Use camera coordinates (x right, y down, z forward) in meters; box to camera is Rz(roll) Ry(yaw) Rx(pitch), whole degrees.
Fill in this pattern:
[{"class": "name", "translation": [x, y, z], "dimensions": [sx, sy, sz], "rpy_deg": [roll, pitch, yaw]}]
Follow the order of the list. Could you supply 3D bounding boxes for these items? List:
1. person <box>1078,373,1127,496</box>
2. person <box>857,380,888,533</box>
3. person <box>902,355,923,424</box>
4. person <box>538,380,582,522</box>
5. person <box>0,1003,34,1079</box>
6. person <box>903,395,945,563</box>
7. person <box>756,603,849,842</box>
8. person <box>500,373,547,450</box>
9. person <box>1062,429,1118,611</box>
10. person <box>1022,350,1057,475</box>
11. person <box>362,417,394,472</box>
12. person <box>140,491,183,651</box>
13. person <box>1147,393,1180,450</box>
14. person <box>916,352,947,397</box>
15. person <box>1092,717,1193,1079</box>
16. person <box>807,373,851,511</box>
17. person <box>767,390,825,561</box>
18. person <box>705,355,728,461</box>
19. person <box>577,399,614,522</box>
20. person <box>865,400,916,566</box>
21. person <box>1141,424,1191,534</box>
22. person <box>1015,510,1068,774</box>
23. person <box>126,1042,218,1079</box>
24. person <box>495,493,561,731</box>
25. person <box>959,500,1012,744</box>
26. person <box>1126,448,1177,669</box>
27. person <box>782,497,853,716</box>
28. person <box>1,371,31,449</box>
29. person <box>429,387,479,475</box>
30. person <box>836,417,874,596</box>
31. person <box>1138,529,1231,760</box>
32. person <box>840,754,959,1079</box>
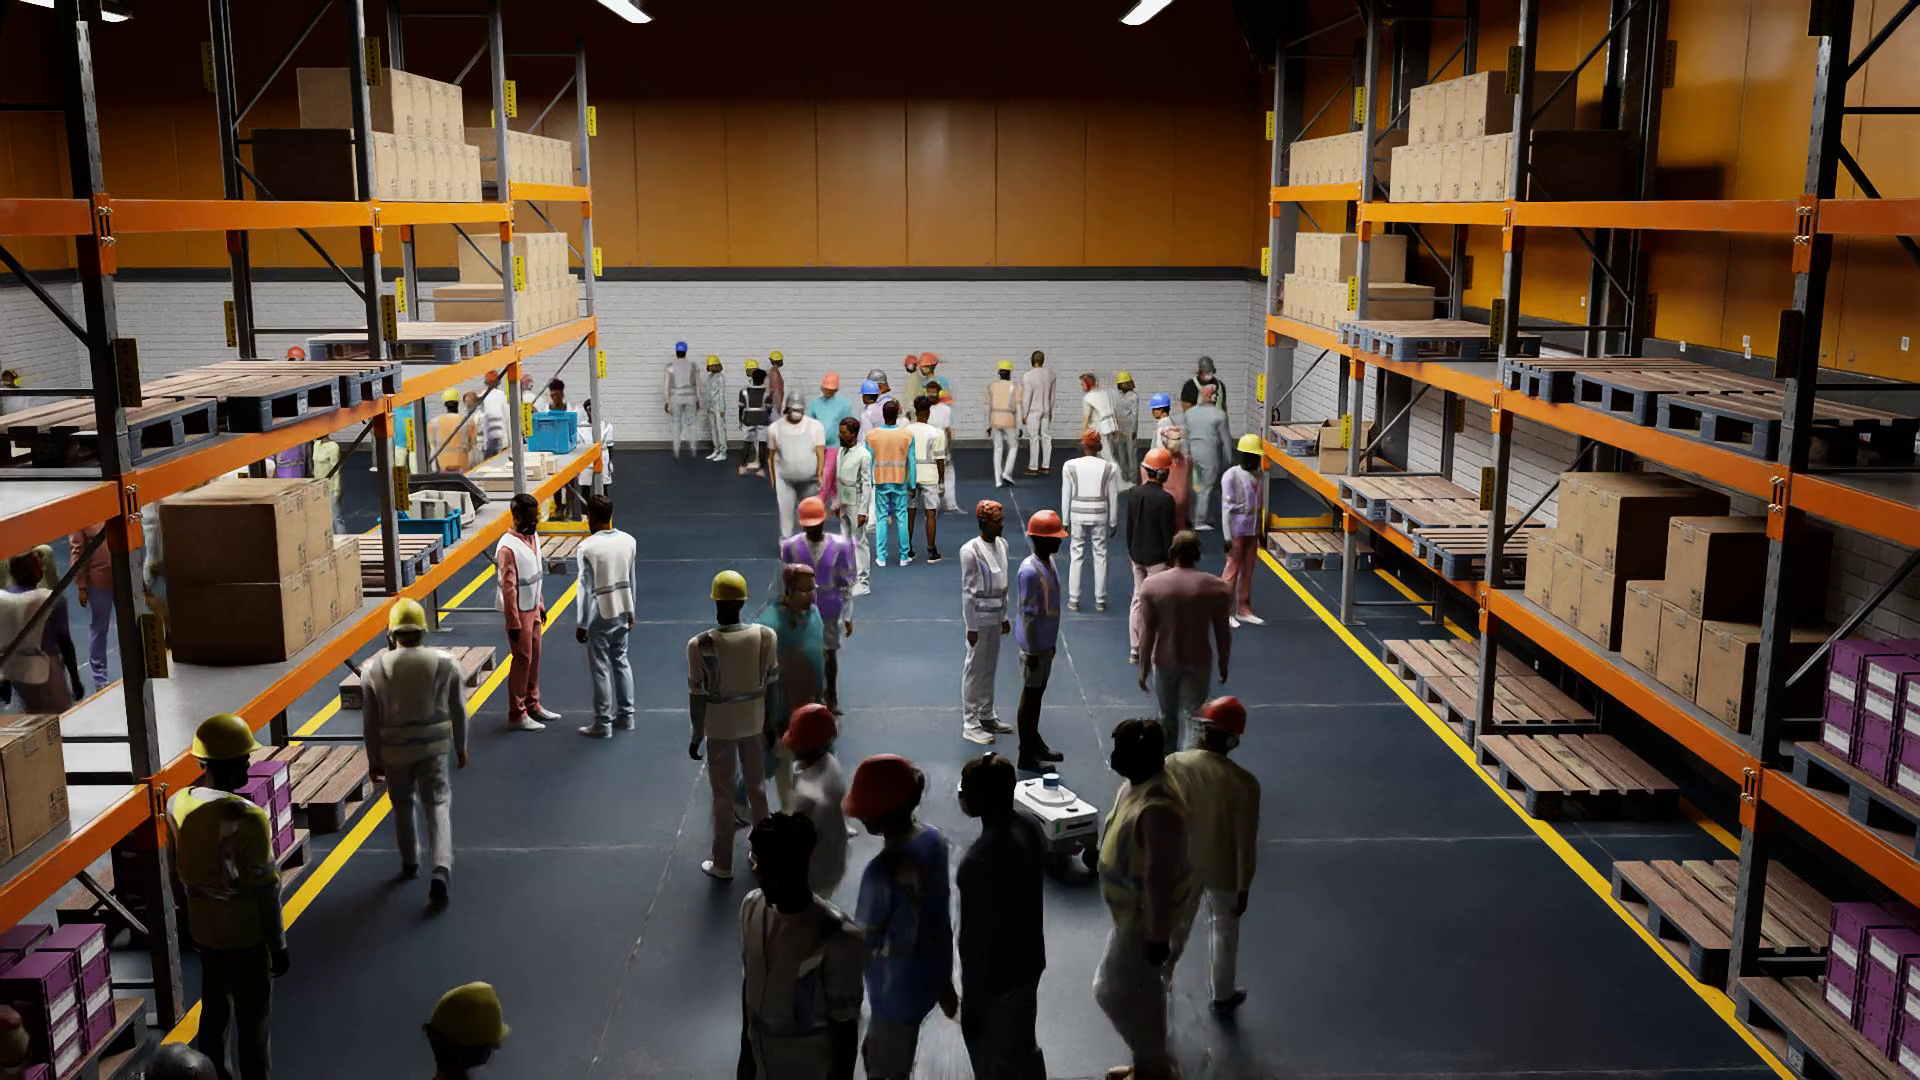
[{"class": "person", "translation": [1.967, -1.505, 23.890], "dimensions": [1.037, 1.760, 0.567], "rpy_deg": [6, 13, 28]}, {"class": "person", "translation": [-1.110, -1.058, 21.171], "dimensions": [0.406, 1.948, 0.605], "rpy_deg": [5, 12, 23]}, {"class": "person", "translation": [-0.781, -2.172, 27.286], "dimensions": [0.368, 1.729, 0.581], "rpy_deg": [3, 12, 13]}, {"class": "person", "translation": [-5.178, -1.104, 21.492], "dimensions": [0.611, 1.914, 0.975], "rpy_deg": [-2, 11, -9]}, {"class": "person", "translation": [-2.880, 2.220, 4.941], "dimensions": [0.693, 1.868, 0.570], "rpy_deg": [8, 14, 36]}, {"class": "person", "translation": [-0.446, -0.712, 19.427], "dimensions": [0.603, 1.957, 0.385], "rpy_deg": [4, 12, 21]}, {"class": "person", "translation": [-1.028, 1.190, 10.753], "dimensions": [0.565, 1.595, 0.725], "rpy_deg": [-9, 14, -38]}, {"class": "person", "translation": [-5.882, -1.350, 22.820], "dimensions": [0.662, 1.881, 0.781], "rpy_deg": [2, 12, 12]}, {"class": "person", "translation": [1.330, -0.199, 17.053], "dimensions": [0.568, 1.880, 0.358], "rpy_deg": [1, 11, 5]}, {"class": "person", "translation": [1.203, -1.971, 25.772], "dimensions": [0.630, 1.940, 0.372], "rpy_deg": [-9, 14, -37]}, {"class": "person", "translation": [-9.101, -2.025, 26.067], "dimensions": [0.587, 1.930, 0.357], "rpy_deg": [-8, 14, -34]}, {"class": "person", "translation": [-7.362, 0.112, 15.360], "dimensions": [0.442, 1.922, 0.550], "rpy_deg": [3, 12, 13]}, {"class": "person", "translation": [2.422, -0.796, 19.898], "dimensions": [0.419, 1.934, 0.621], "rpy_deg": [3, 12, 14]}, {"class": "person", "translation": [-0.447, -1.747, 24.430], "dimensions": [0.503, 2.020, 0.651], "rpy_deg": [-6, 13, -27]}, {"class": "person", "translation": [0.826, 1.696, 7.667], "dimensions": [0.462, 1.823, 0.649], "rpy_deg": [0, 11, 1]}, {"class": "person", "translation": [-1.748, -1.299, 22.411], "dimensions": [0.712, 1.942, 0.815], "rpy_deg": [4, 12, 17]}, {"class": "person", "translation": [-1.938, -0.826, 19.775], "dimensions": [0.690, 2.000, 0.929], "rpy_deg": [-1, 11, -7]}, {"class": "person", "translation": [-4.018, -2.170, 27.291], "dimensions": [0.324, 1.737, 0.485], "rpy_deg": [-8, 14, -34]}, {"class": "person", "translation": [-4.707, -0.973, 21.377], "dimensions": [0.535, 1.697, 0.318], "rpy_deg": [-3, 12, -15]}, {"class": "person", "translation": [-0.799, -0.649, 19.196], "dimensions": [0.591, 1.917, 0.379], "rpy_deg": [0, 11, -1]}, {"class": "person", "translation": [2.157, -0.250, 17.229], "dimensions": [0.648, 1.906, 0.401], "rpy_deg": [-10, 15, -41]}, {"class": "person", "translation": [0.604, 0.731, 12.223], "dimensions": [0.375, 1.939, 0.546], "rpy_deg": [4, 12, 19]}, {"class": "person", "translation": [-1.984, 2.265, 4.273], "dimensions": [0.699, 2.000, 0.632], "rpy_deg": [4, 12, 21]}, {"class": "person", "translation": [-3.453, 0.566, 13.143], "dimensions": [0.411, 1.906, 0.602], "rpy_deg": [1, 11, 6]}, {"class": "person", "translation": [0.207, 0.621, 12.917], "dimensions": [0.356, 1.883, 0.573], "rpy_deg": [7, 13, 31]}, {"class": "person", "translation": [1.743, 0.162, 14.935], "dimensions": [0.389, 1.996, 0.612], "rpy_deg": [-7, 13, -31]}, {"class": "person", "translation": [-1.137, 0.554, 13.306], "dimensions": [0.559, 1.890, 0.755], "rpy_deg": [-1, 11, -4]}, {"class": "person", "translation": [-13.433, -1.496, 23.677], "dimensions": [0.538, 1.819, 0.961], "rpy_deg": [2, 11, 10]}, {"class": "person", "translation": [-6.316, -0.950, 20.766], "dimensions": [0.587, 1.900, 0.768], "rpy_deg": [-2, 11, -8]}, {"class": "person", "translation": [-1.139, -0.364, 17.763], "dimensions": [0.392, 1.920, 0.587], "rpy_deg": [-7, 13, -32]}, {"class": "person", "translation": [1.575, 0.862, 11.698], "dimensions": [0.653, 1.891, 1.017], "rpy_deg": [1, 11, 4]}, {"class": "person", "translation": [-0.279, 1.807, 6.724], "dimensions": [0.793, 1.989, 0.611], "rpy_deg": [3, 12, 16]}]
